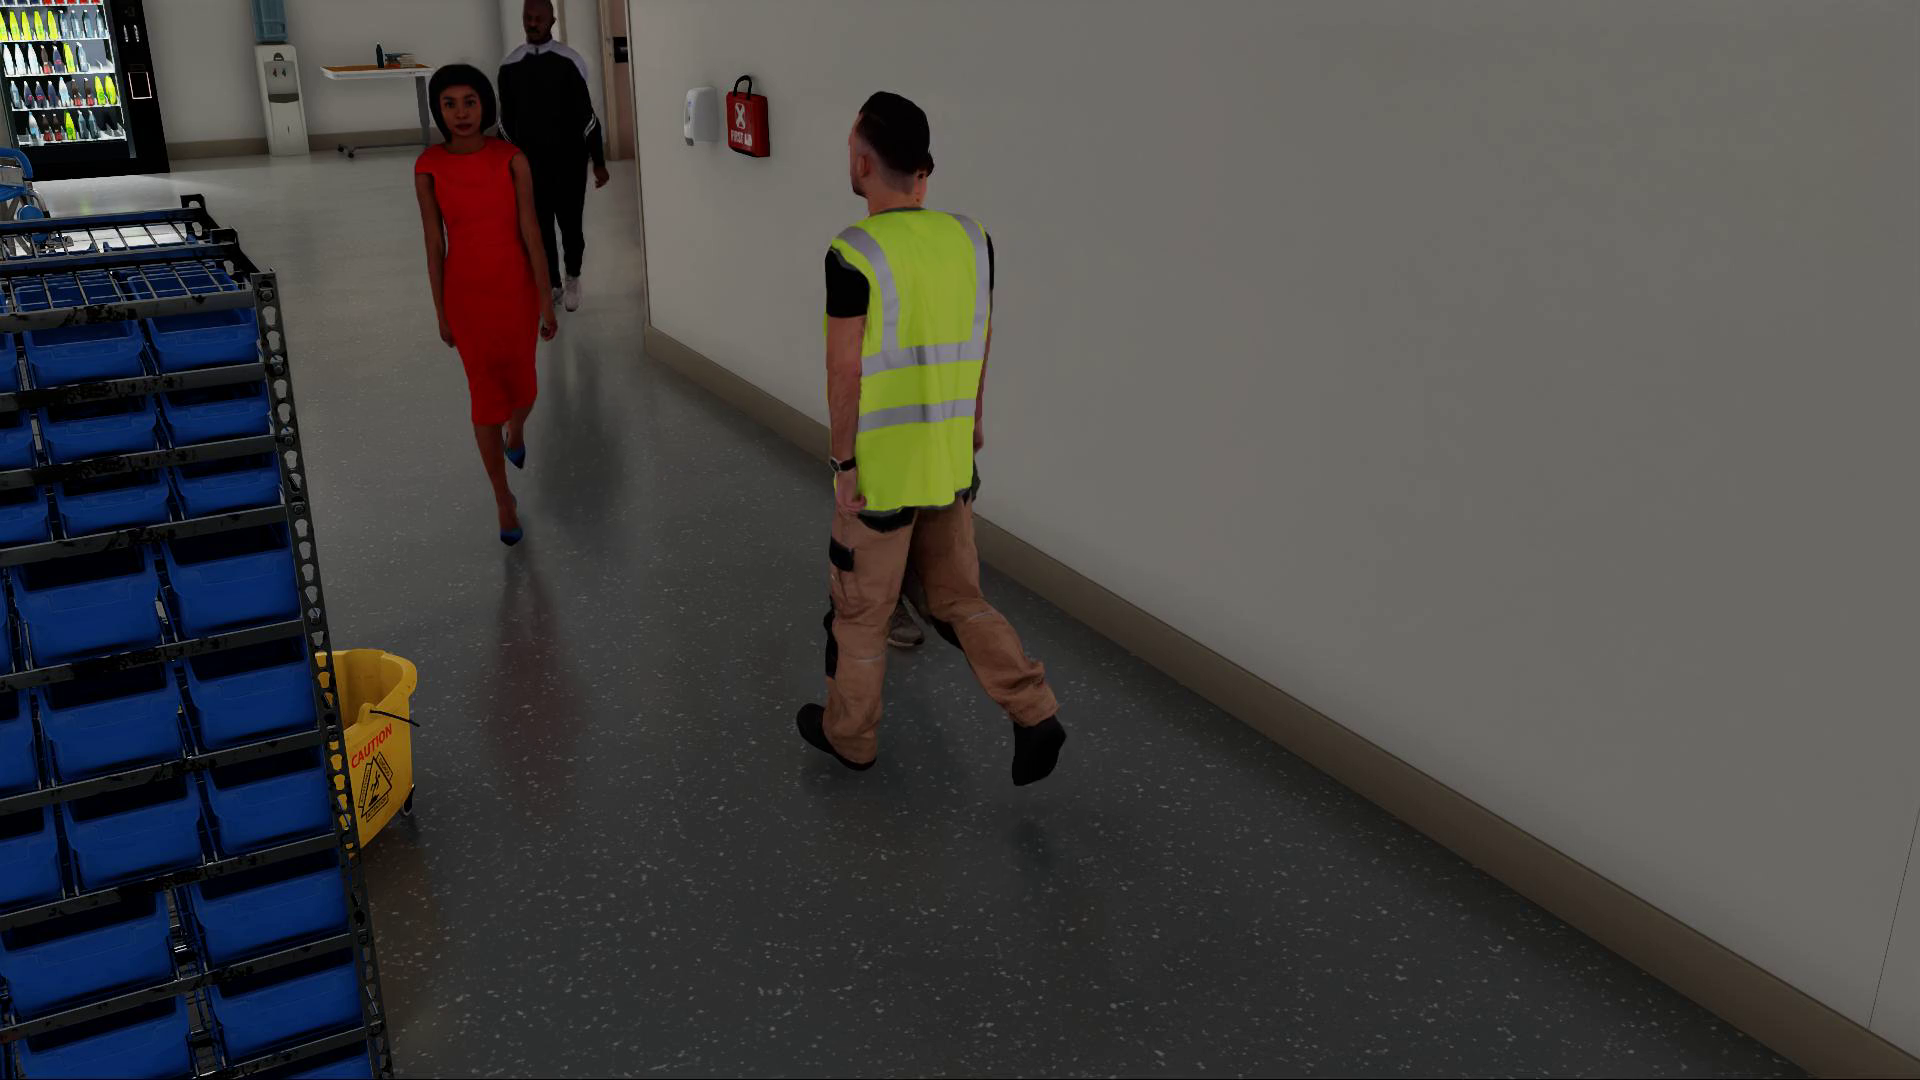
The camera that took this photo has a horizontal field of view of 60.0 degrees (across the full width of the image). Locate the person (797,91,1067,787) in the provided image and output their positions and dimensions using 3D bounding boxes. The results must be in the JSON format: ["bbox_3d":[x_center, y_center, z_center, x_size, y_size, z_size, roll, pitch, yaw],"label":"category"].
[{"bbox_3d":[-0.086,-0.173,4.218,1.095,1.818,0.909,-18,27,-39],"label":"person"}]

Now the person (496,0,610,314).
[{"bbox_3d":[-2.332,-2.234,9.672,0.865,1.810,0.962,4,21,11],"label":"person"}]

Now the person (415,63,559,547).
[{"bbox_3d":[-1.750,-0.883,6.238,1.041,1.714,0.775,-9,22,-22],"label":"person"}]

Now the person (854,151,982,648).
[{"bbox_3d":[-0.229,-0.475,5.262,0.565,1.644,0.676,-14,25,-33],"label":"person"}]
